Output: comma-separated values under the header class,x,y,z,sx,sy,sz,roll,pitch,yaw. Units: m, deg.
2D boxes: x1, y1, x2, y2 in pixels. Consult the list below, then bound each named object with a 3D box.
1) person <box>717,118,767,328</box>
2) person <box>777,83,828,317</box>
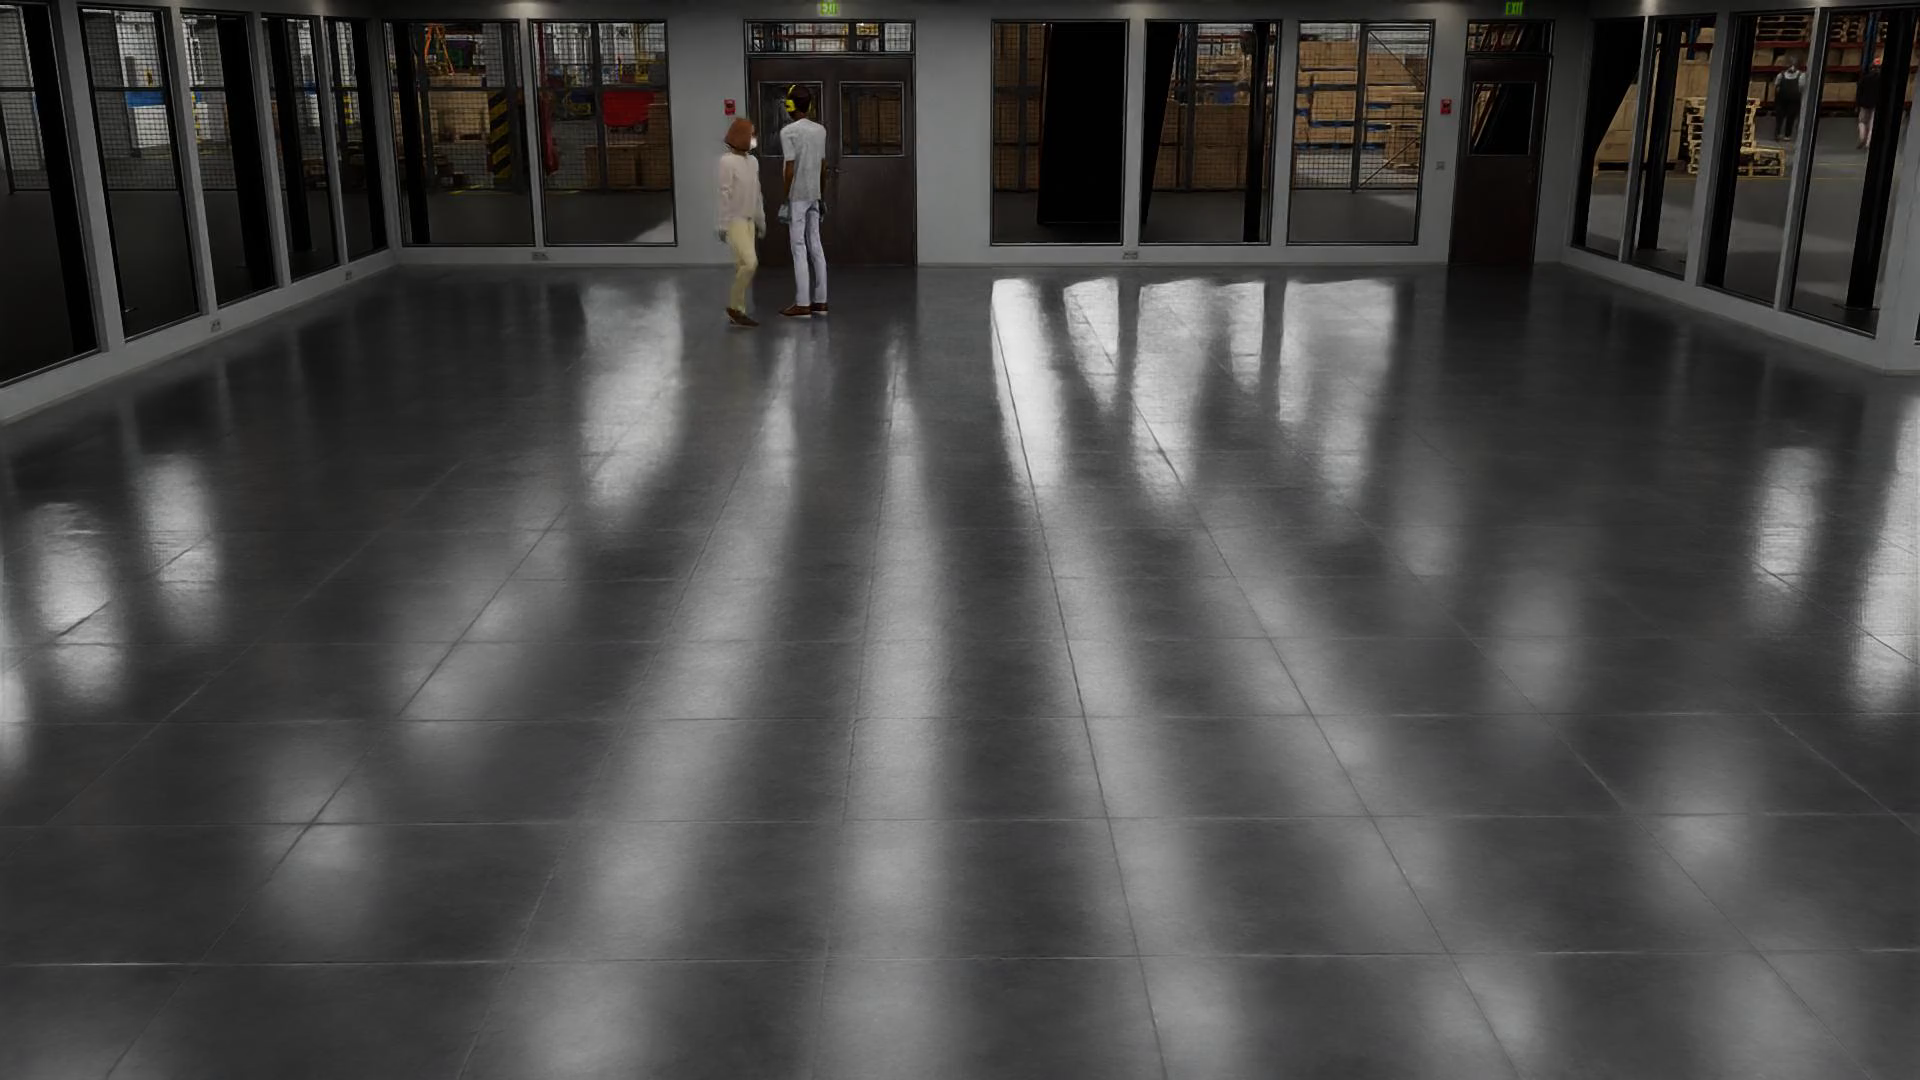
class,x,y,z,sx,sy,sz,roll,pitch,yaw
person,-1.680,-2.452,12.935,0.405,1.613,0.532,7,18,22
person,-1.304,-2.757,13.564,0.330,1.866,0.551,12,20,35
